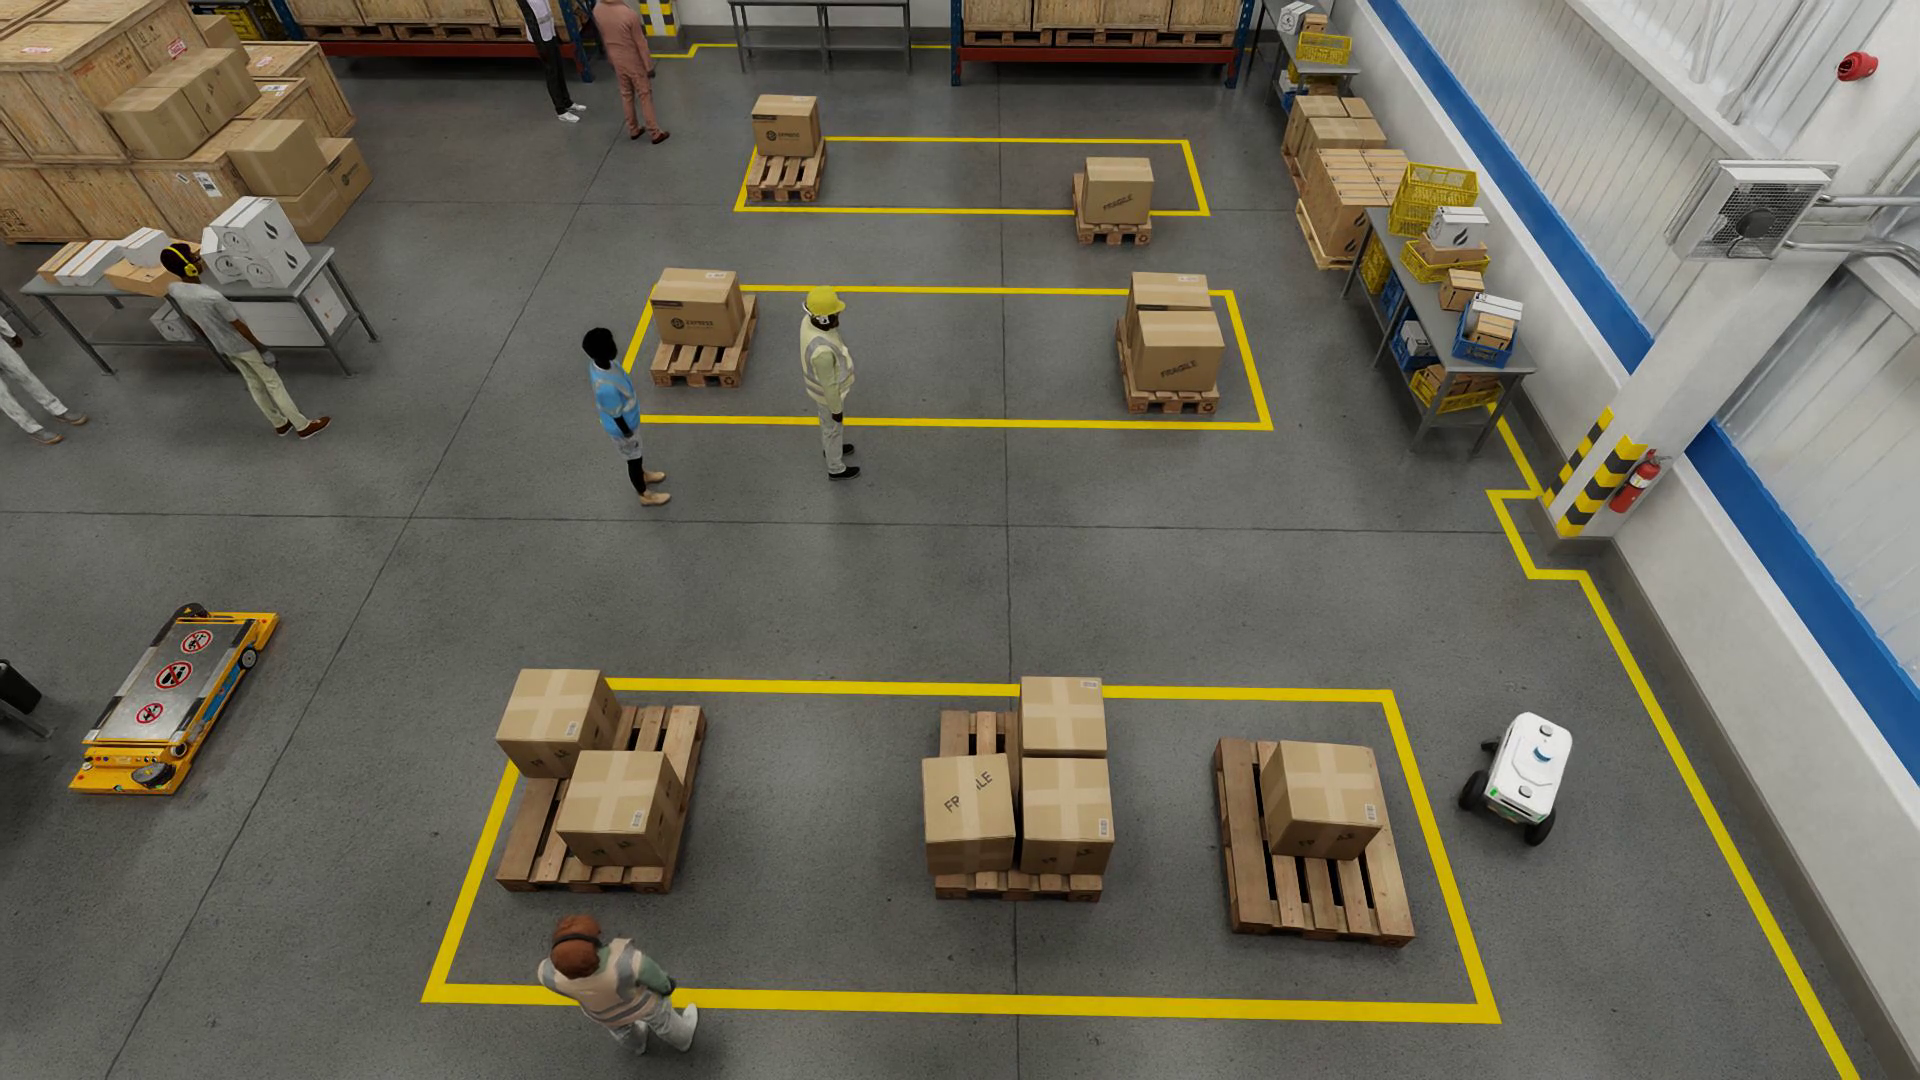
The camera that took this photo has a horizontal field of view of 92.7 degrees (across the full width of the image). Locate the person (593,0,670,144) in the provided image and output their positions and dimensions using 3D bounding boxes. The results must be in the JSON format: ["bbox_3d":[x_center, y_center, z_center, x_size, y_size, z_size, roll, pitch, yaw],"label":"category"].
[{"bbox_3d":[-4.052,-5.896,11.284,0.650,1.900,0.398,19,52,15],"label":"person"}]

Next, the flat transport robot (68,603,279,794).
[{"bbox_3d":[-5.504,1.072,6.442,0.652,0.197,1.431,1,50,1],"label":"flat transport robot"}]

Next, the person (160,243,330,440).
[{"bbox_3d":[-6.032,-1.629,7.688,0.539,1.869,0.313,11,51,9],"label":"person"}]

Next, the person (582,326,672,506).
[{"bbox_3d":[-2.651,-0.959,7.237,0.327,1.689,0.532,-14,51,-11],"label":"person"}]

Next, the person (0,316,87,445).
[{"bbox_3d":[-8.230,-1.629,7.689,0.360,1.878,0.579,11,51,9],"label":"person"}]

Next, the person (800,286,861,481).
[{"bbox_3d":[-1.044,-1.245,7.394,0.403,1.823,0.596,-11,51,-9],"label":"person"}]

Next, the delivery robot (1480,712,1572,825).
[{"bbox_3d":[3.641,1.459,5.871,0.477,0.478,0.707,29,56,22],"label":"delivery robot"}]

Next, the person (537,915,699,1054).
[{"bbox_3d":[-1.682,2.259,4.553,0.517,1.632,0.311,-3,50,-2],"label":"person"}]

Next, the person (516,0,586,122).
[{"bbox_3d":[-5.273,-6.375,11.671,0.392,1.920,0.589,1,50,1],"label":"person"}]
